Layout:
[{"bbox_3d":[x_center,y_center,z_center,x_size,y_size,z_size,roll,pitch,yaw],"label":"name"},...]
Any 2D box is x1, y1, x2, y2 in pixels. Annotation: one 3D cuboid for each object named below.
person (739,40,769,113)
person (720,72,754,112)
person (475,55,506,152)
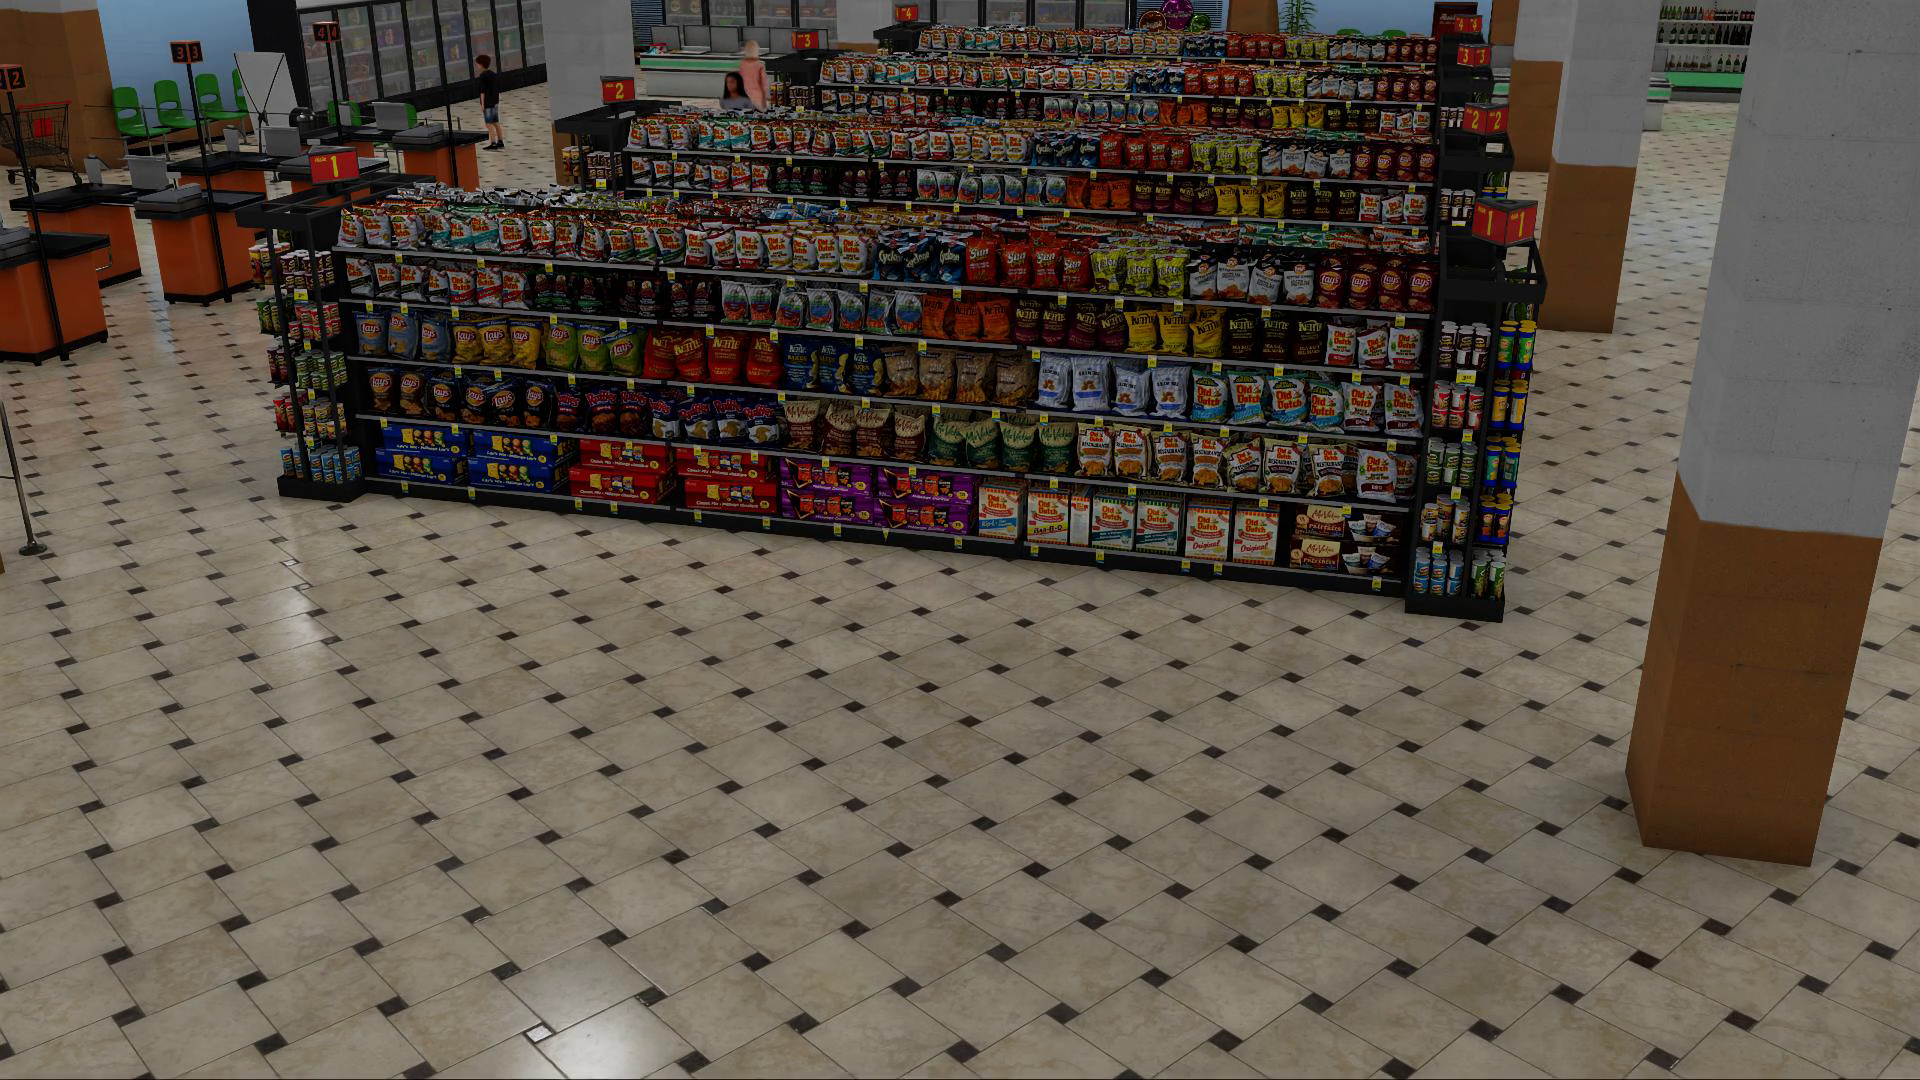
[{"bbox_3d":[-3.141,-6.681,25.186,0.730,1.721,0.690,4,22,10],"label":"person"},{"bbox_3d":[-2.774,-5.058,21.217,0.511,1.670,0.676,6,23,14],"label":"person"},{"bbox_3d":[-7.310,-6.794,25.838,0.498,1.445,0.525,6,23,15],"label":"person"}]
